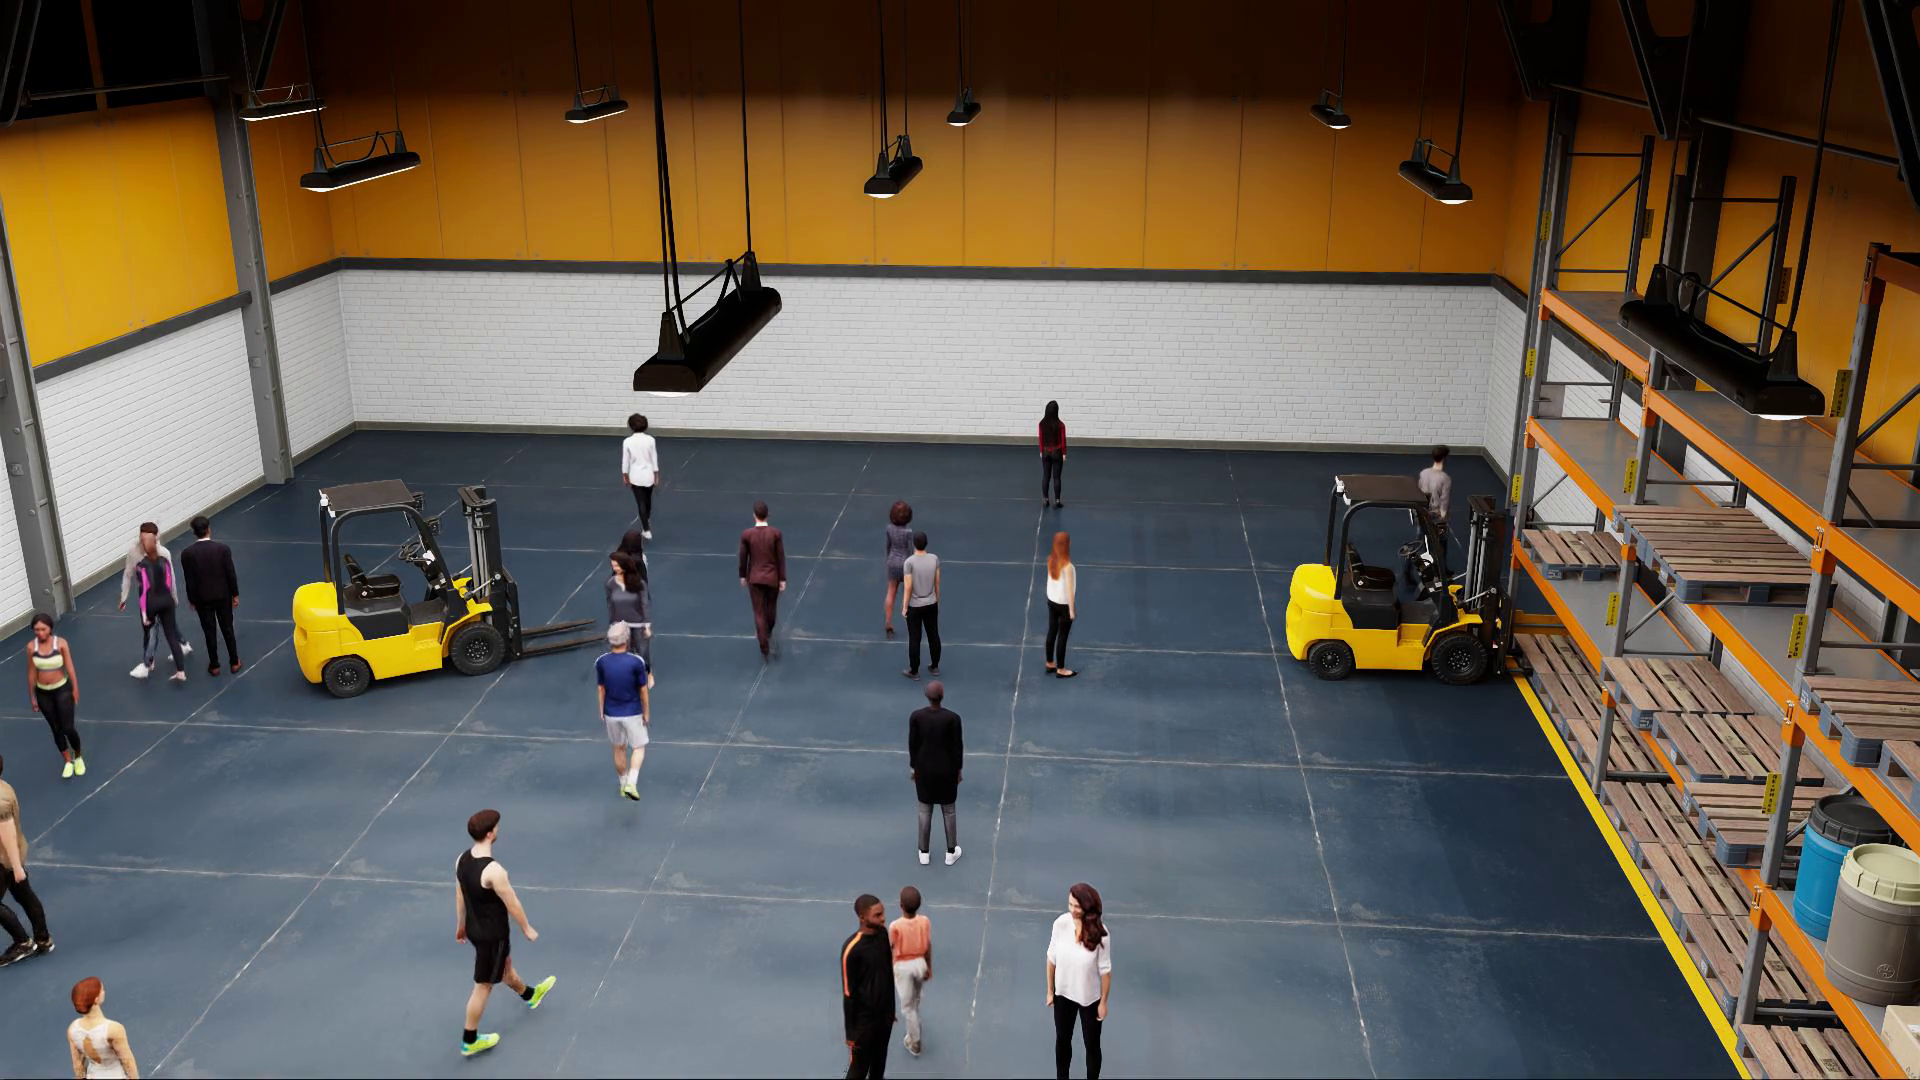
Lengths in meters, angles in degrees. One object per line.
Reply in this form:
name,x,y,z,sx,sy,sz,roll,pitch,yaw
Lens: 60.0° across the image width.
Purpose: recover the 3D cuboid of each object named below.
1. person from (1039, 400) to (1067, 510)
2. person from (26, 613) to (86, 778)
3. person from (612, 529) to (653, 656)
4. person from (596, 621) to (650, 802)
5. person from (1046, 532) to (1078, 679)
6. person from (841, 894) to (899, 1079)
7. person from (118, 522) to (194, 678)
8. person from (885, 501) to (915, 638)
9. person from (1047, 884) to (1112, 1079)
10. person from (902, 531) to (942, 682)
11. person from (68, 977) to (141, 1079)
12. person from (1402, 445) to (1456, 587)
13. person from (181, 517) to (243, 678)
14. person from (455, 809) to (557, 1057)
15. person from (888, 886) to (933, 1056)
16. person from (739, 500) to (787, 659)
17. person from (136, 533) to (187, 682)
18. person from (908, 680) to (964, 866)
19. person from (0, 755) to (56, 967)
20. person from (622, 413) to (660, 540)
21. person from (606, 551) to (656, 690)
person,1.394,-1.290,25.094,0.644,1.658,0.614,8,20,22
person,-9.028,1.518,16.623,0.635,1.742,0.665,-4,19,-12
person,-3.915,0.691,19.332,0.790,1.581,0.831,13,23,34
person,-3.250,1.693,15.980,0.663,1.822,0.916,0,19,-1
person,1.139,0.728,19.004,0.718,1.721,0.627,-11,22,-30
person,-0.647,3.237,11.426,0.784,1.802,0.670,15,23,37
person,-9.201,0.644,19.165,0.866,1.777,1.325,5,19,16
person,-0.765,0.388,20.124,0.963,1.651,1.142,12,22,32
person,0.835,3.186,11.592,0.677,1.794,0.641,9,20,24
person,-0.435,0.731,18.944,0.706,1.754,0.728,-10,21,-28
person,-5.493,3.584,10.677,0.645,1.624,0.974,4,19,11
person,6.115,-0.275,21.745,1.277,1.874,1.229,-14,23,-36
person,-8.555,0.635,19.029,0.773,1.882,0.758,-9,21,-25
person,-3.546,2.937,12.254,1.106,1.842,1.243,16,24,40
person,-0.351,3.210,12.322,0.724,1.281,0.903,-8,20,-22
person,-2.302,0.502,19.536,0.889,1.811,1.258,-3,19,-8
person,-9.034,0.803,18.827,1.097,1.692,1.106,16,24,39
person,-0.219,2.082,14.920,0.648,1.761,0.561,3,19,8
person,-7.591,2.541,13.439,0.866,1.837,0.789,-10,21,-28
person,-4.521,-0.874,23.699,0.983,1.761,1.230,-7,20,-21
person,-3.613,0.935,18.340,0.659,1.753,0.788,-1,19,-2
